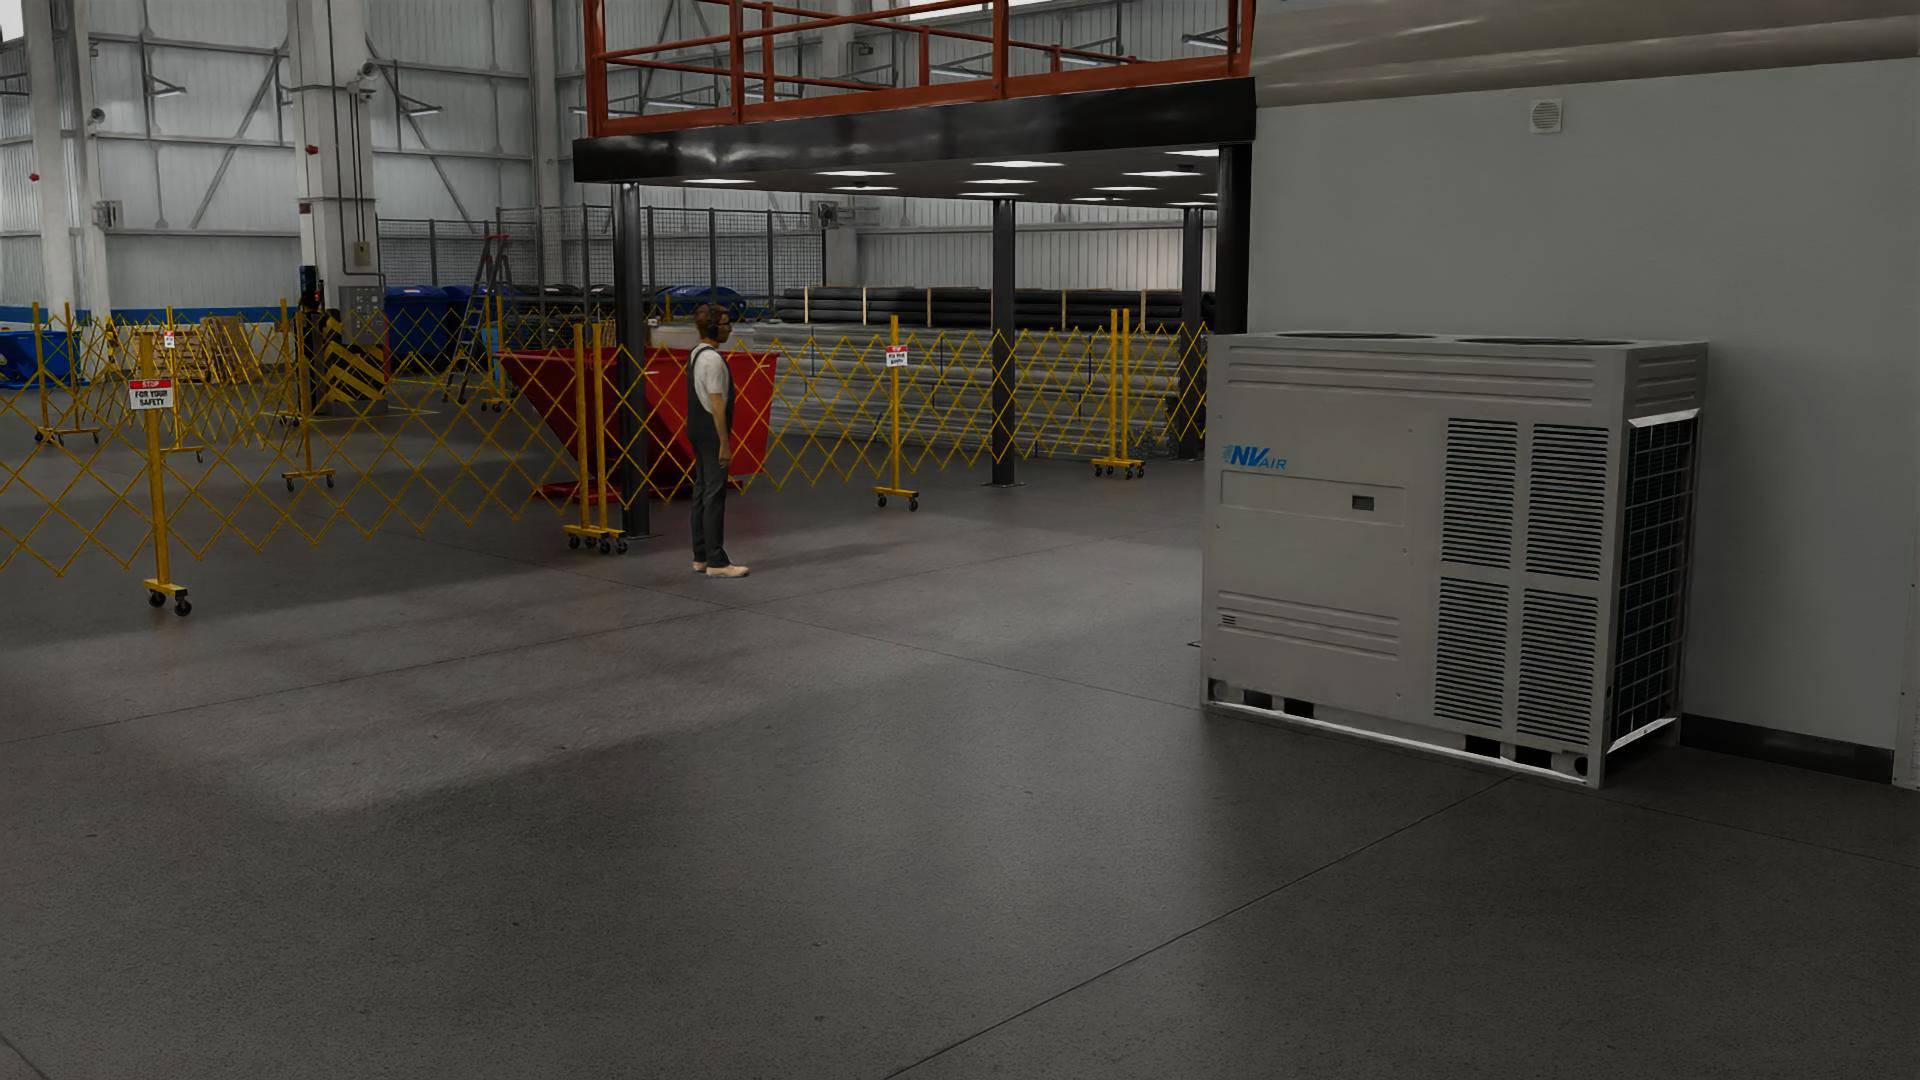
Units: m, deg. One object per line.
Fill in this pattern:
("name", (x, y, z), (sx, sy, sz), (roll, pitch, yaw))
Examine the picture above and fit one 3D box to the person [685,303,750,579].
("person", (-1.655, -0.663, 11.175), (0.346, 1.846, 0.505), (-5, 10, -27))
